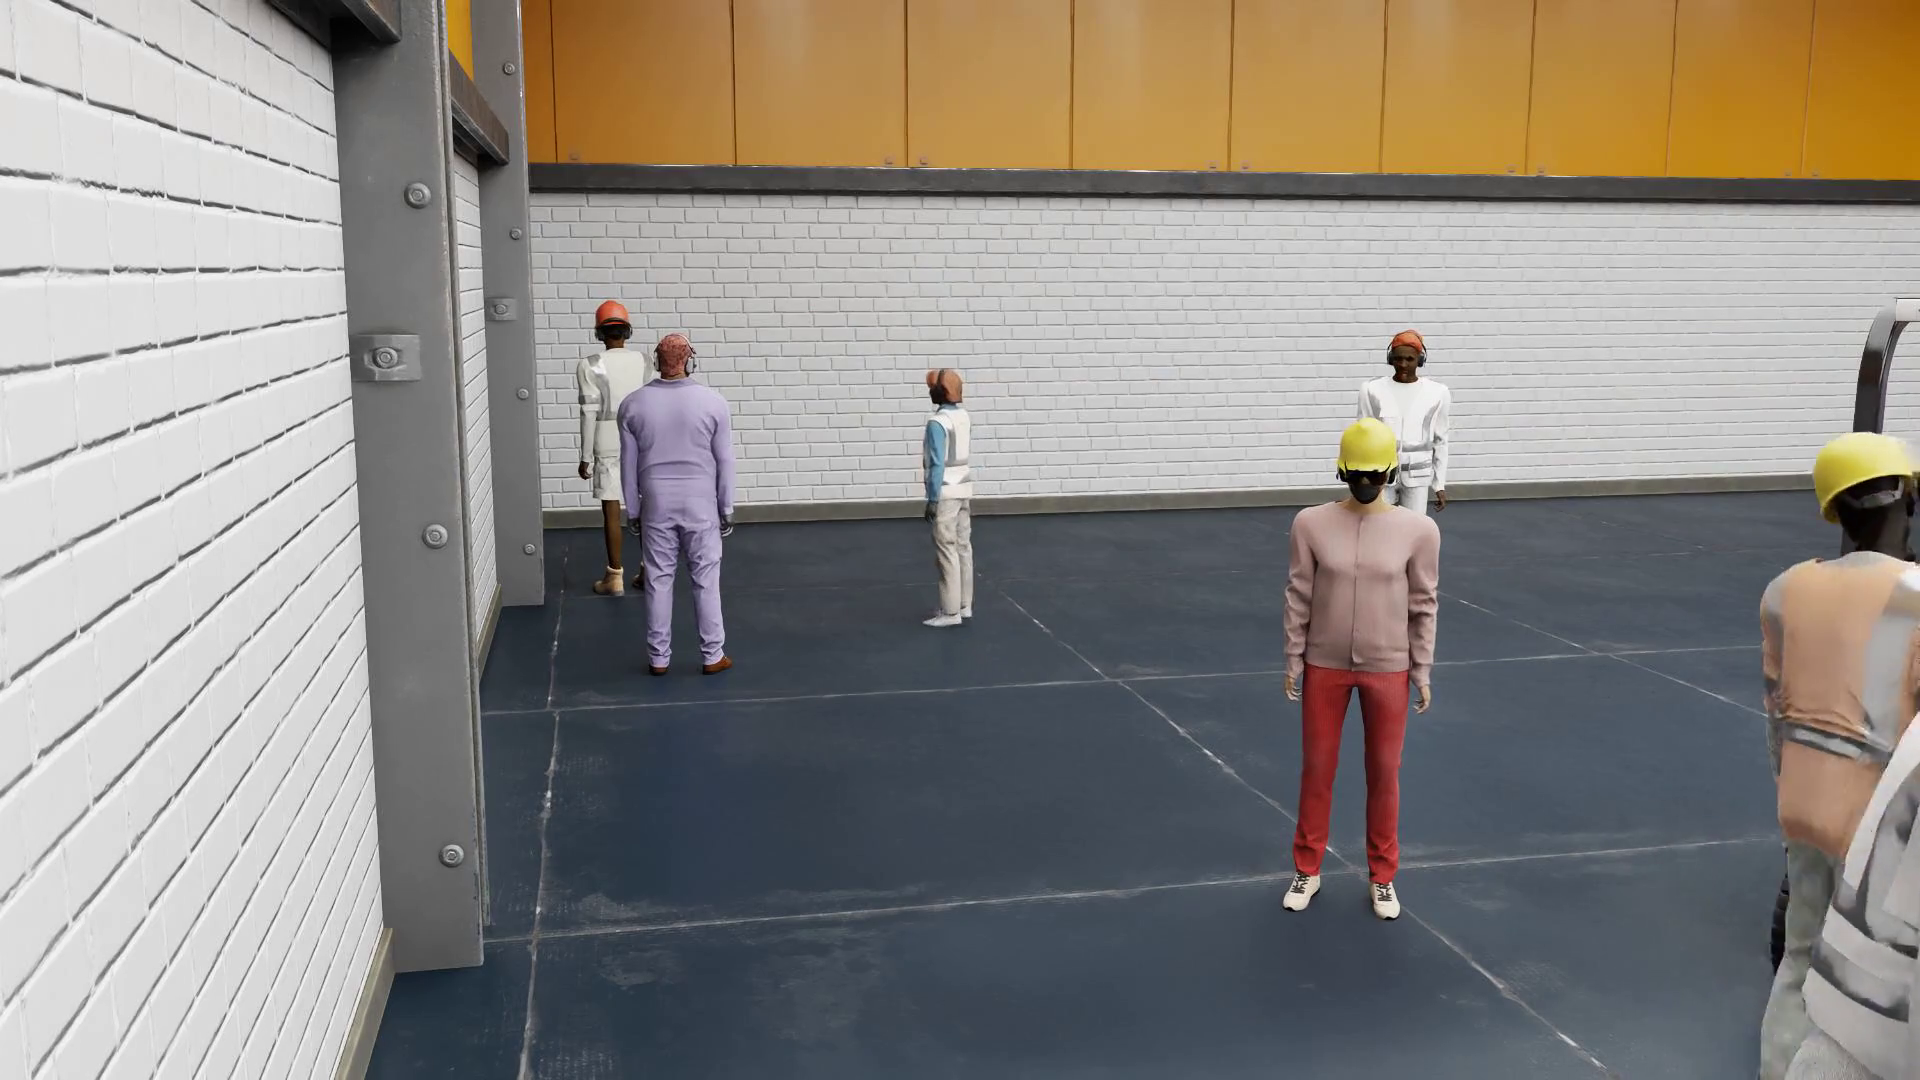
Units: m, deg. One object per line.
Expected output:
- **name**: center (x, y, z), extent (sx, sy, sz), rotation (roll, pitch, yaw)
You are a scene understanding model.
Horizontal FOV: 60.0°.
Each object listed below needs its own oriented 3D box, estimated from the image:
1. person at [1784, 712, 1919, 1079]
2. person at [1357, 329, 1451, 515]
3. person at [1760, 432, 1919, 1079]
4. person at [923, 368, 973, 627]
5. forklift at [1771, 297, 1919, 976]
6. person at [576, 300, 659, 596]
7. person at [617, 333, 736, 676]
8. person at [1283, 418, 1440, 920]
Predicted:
- **person**: center (1.758, 0.898, 3.033), extent (1.153, 1.787, 0.591), rotation (6, 11, 30)
- **person**: center (2.734, -0.361, 10.345), extent (0.574, 1.887, 0.355), rotation (2, 10, 13)
- **person**: center (2.163, 0.704, 3.912), extent (0.386, 1.879, 0.747), rotation (-2, 10, -13)
- **person**: center (-0.075, -0.269, 10.538), extent (0.311, 1.638, 0.521), rotation (4, 10, 24)
- **forklift**: center (3.542, 0.334, 5.177), extent (2.313, 2.155, 1.214), rotation (-9, 13, -43)
- **person**: center (-2.374, -0.633, 11.535), extent (0.611, 2.040, 0.393), rotation (-7, 12, -38)
- **person**: center (-1.554, -0.189, 9.240), extent (0.639, 1.908, 0.409), rotation (0, 9, -1)
- **person**: center (1.386, 0.449, 5.800), extent (0.523, 1.761, 0.323), rotation (3, 10, 16)
